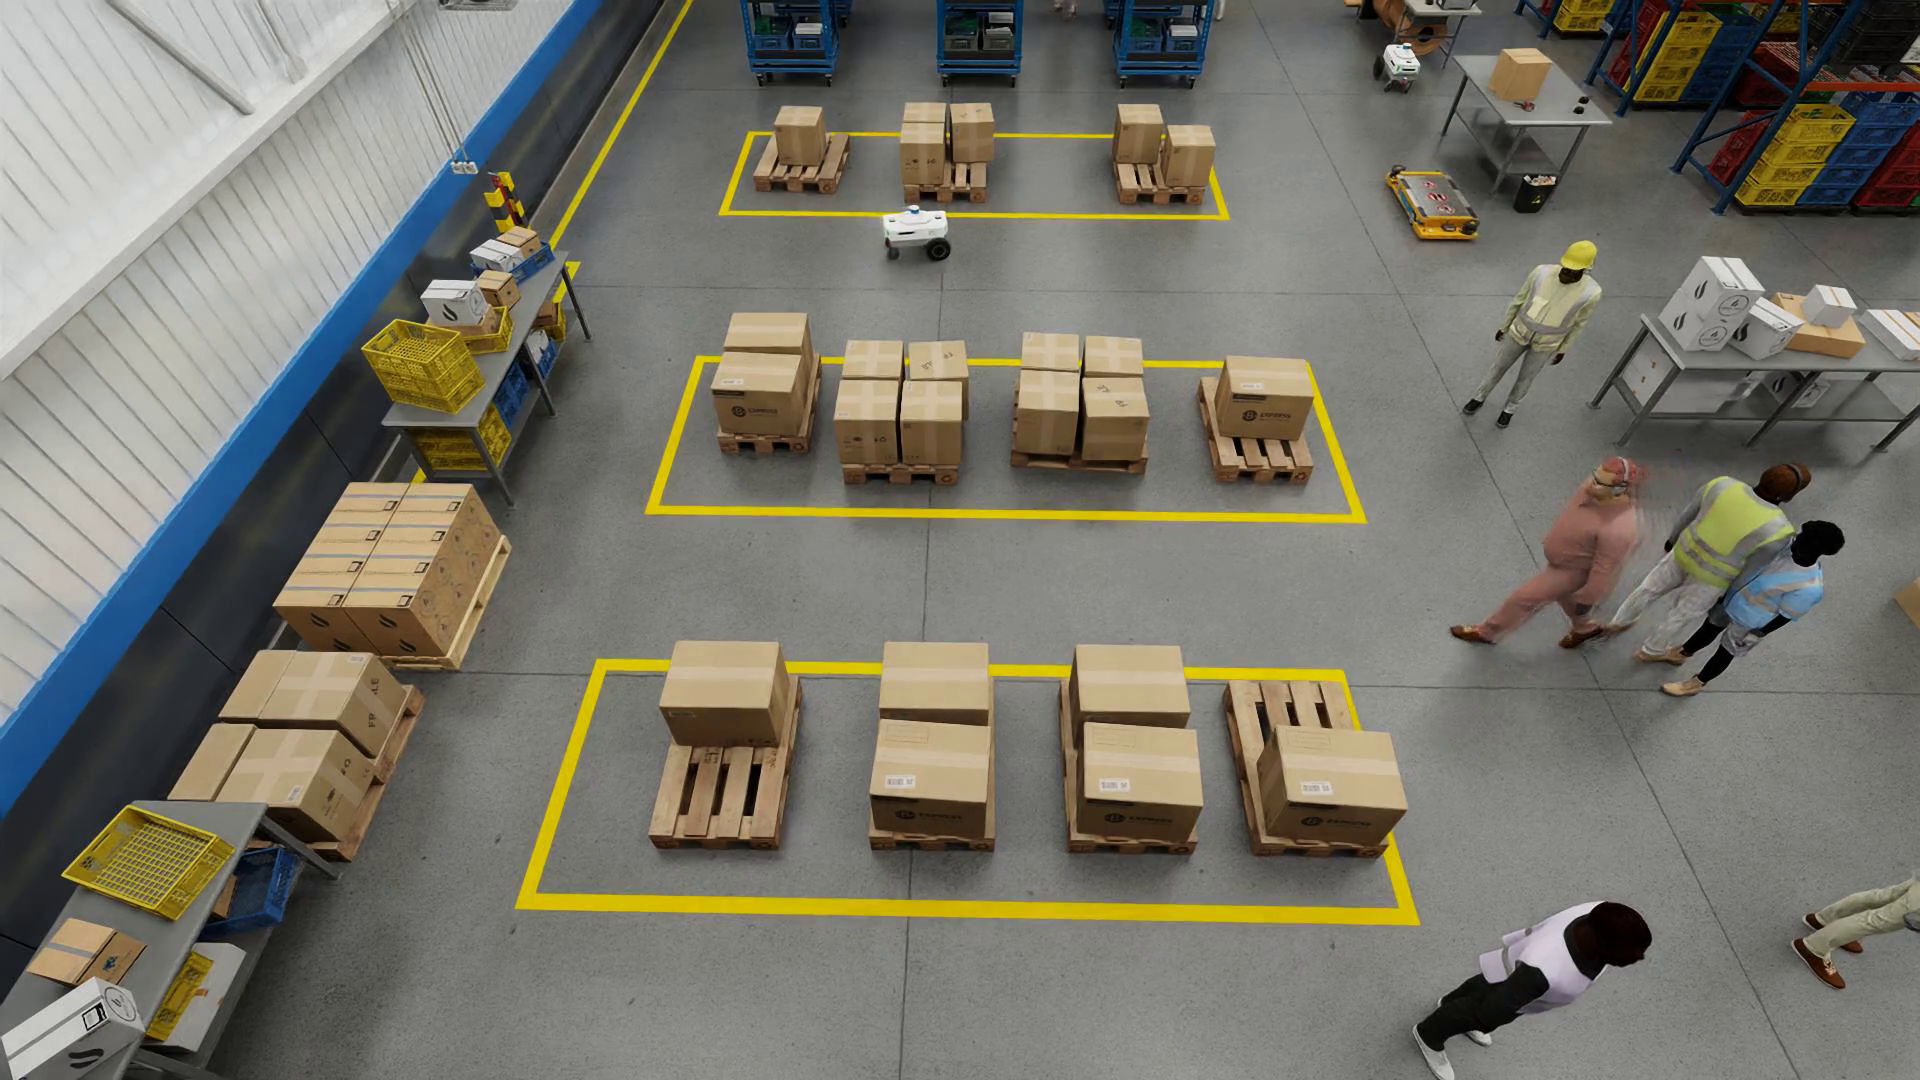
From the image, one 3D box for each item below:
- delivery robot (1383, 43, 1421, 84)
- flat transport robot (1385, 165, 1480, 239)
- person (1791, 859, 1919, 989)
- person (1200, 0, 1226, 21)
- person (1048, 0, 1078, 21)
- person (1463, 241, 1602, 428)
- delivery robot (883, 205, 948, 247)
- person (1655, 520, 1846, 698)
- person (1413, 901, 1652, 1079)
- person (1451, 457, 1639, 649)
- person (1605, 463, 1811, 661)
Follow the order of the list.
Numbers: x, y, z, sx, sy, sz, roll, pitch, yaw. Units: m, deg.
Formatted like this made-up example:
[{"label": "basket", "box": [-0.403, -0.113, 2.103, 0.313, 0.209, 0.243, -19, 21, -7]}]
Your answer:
[{"label": "delivery robot", "box": [6.385, -6.916, 13.255, 0.477, 0.478, 0.707, 2, 49, 2]}, {"label": "flat transport robot", "box": [5.692, -4.094, 11.059, 0.652, 0.197, 1.431, 1, 49, 1]}, {"label": "person", "box": [5.234, 1.862, 4.860, 0.514, 1.862, 0.329, -31, 56, -24]}, {"label": "person", "box": [4.149, -9.171, 14.560, 0.515, 1.633, 0.310, 12, 50, 10]}, {"label": "person", "box": [1.676, -9.336, 14.476, 0.413, 1.984, 0.607, -36, 58, -27]}, {"label": "person", "box": [5.040, -1.791, 8.039, 0.602, 1.830, 0.404, 33, 57, 25]}, {"label": "delivery robot", "box": [-0.503, -3.525, 10.320, 0.707, 0.478, 0.477, -5, 49, -5]}, {"label": "person", "box": [5.296, 0.471, 6.173, 0.319, 1.692, 0.533, 7, 49, 6]}, {"label": "person", "box": [2.773, 2.193, 4.533, 0.594, 1.921, 0.387, -26, 54, -21]}, {"label": "person", "box": [4.307, 0.163, 6.339, 0.967, 1.861, 0.670, 12, 50, 10]}, {"label": "person", "box": [5.170, 0.158, 6.346, 0.430, 1.845, 0.619, -13, 50, -11]}]
